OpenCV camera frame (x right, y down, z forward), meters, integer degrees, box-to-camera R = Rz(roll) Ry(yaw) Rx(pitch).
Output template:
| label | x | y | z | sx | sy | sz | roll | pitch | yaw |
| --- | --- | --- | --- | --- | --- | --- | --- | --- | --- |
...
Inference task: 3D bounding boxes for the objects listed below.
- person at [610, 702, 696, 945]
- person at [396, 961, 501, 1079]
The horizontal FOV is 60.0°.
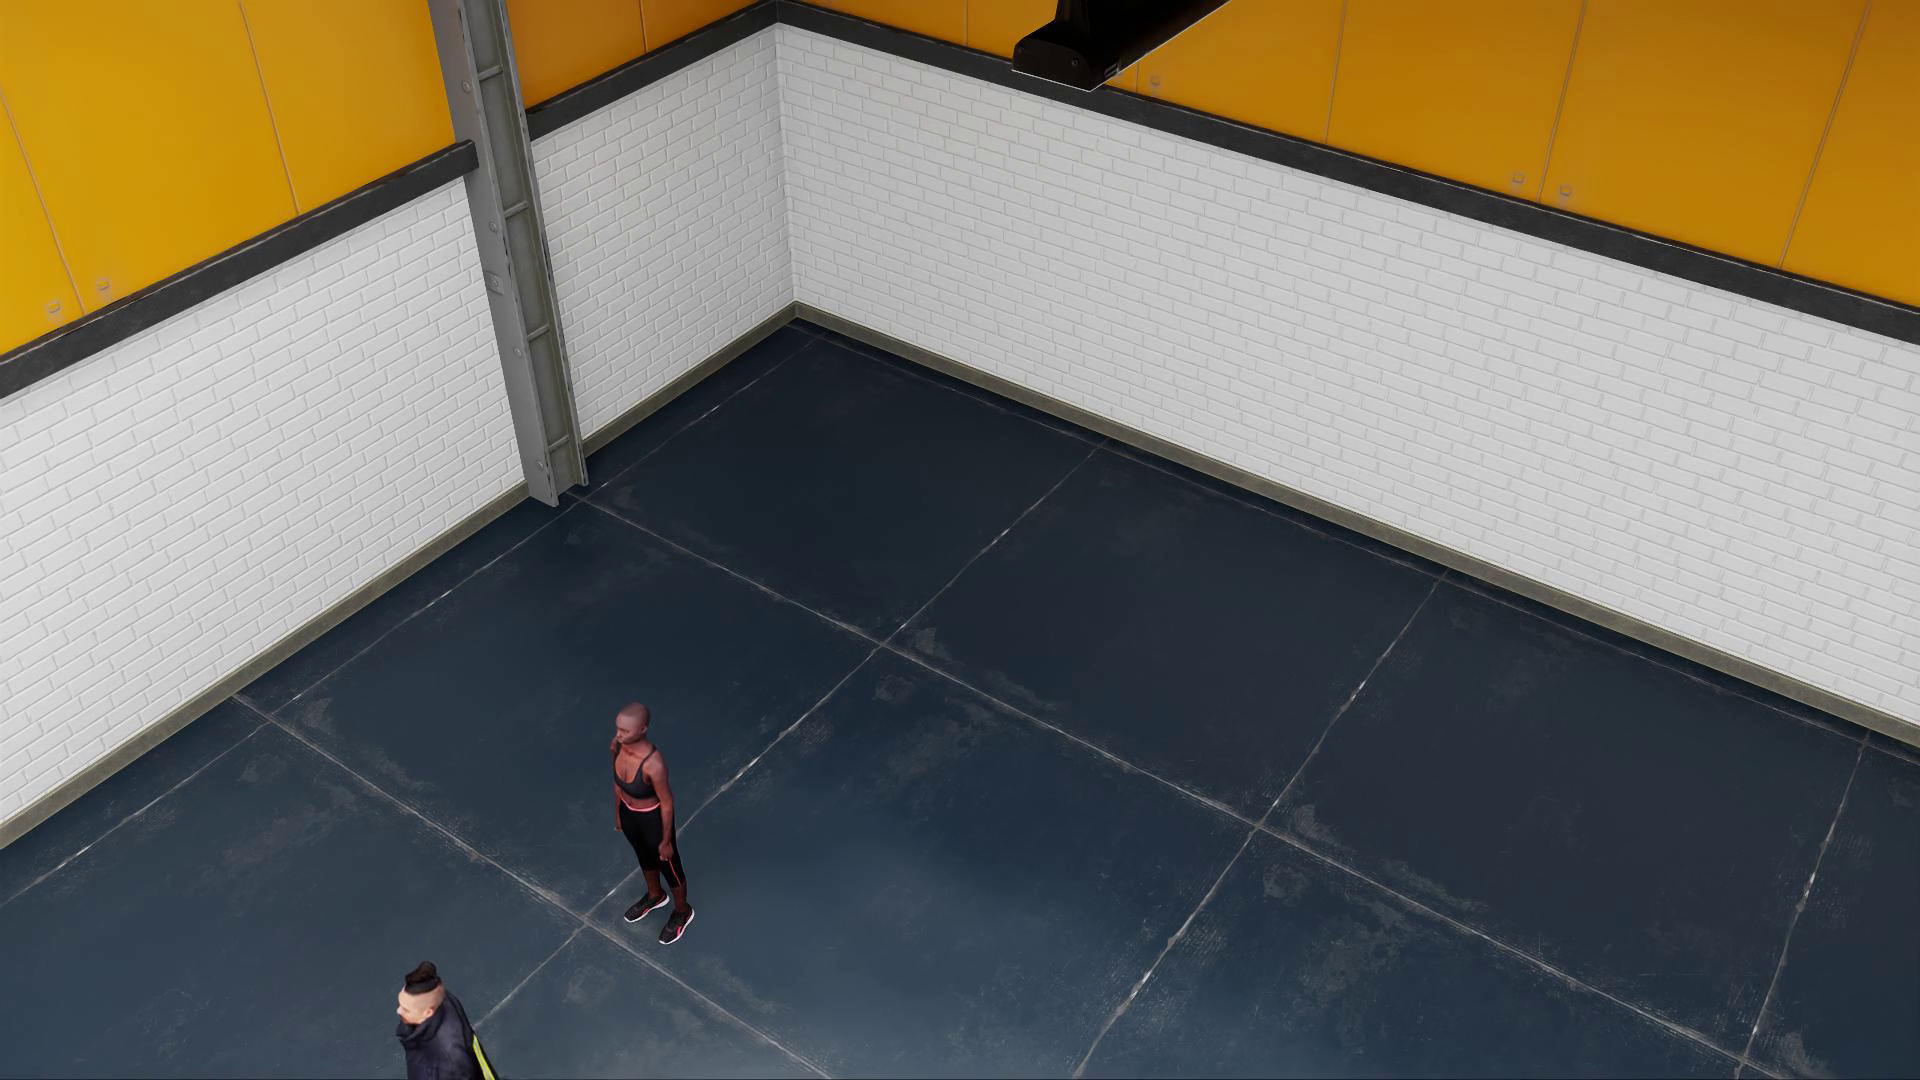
| label | x | y | z | sx | sy | sz | roll | pitch | yaw |
| --- | --- | --- | --- | --- | --- | --- | --- | --- | --- |
| person | -1.768 | 1.585 | 9.485 | 0.587 | 1.758 | 0.519 | 25 | 45 | 28 |
| person | -2.346 | 2.676 | 8.062 | 1.187 | 1.830 | 0.944 | -27 | 46 | -29 |
